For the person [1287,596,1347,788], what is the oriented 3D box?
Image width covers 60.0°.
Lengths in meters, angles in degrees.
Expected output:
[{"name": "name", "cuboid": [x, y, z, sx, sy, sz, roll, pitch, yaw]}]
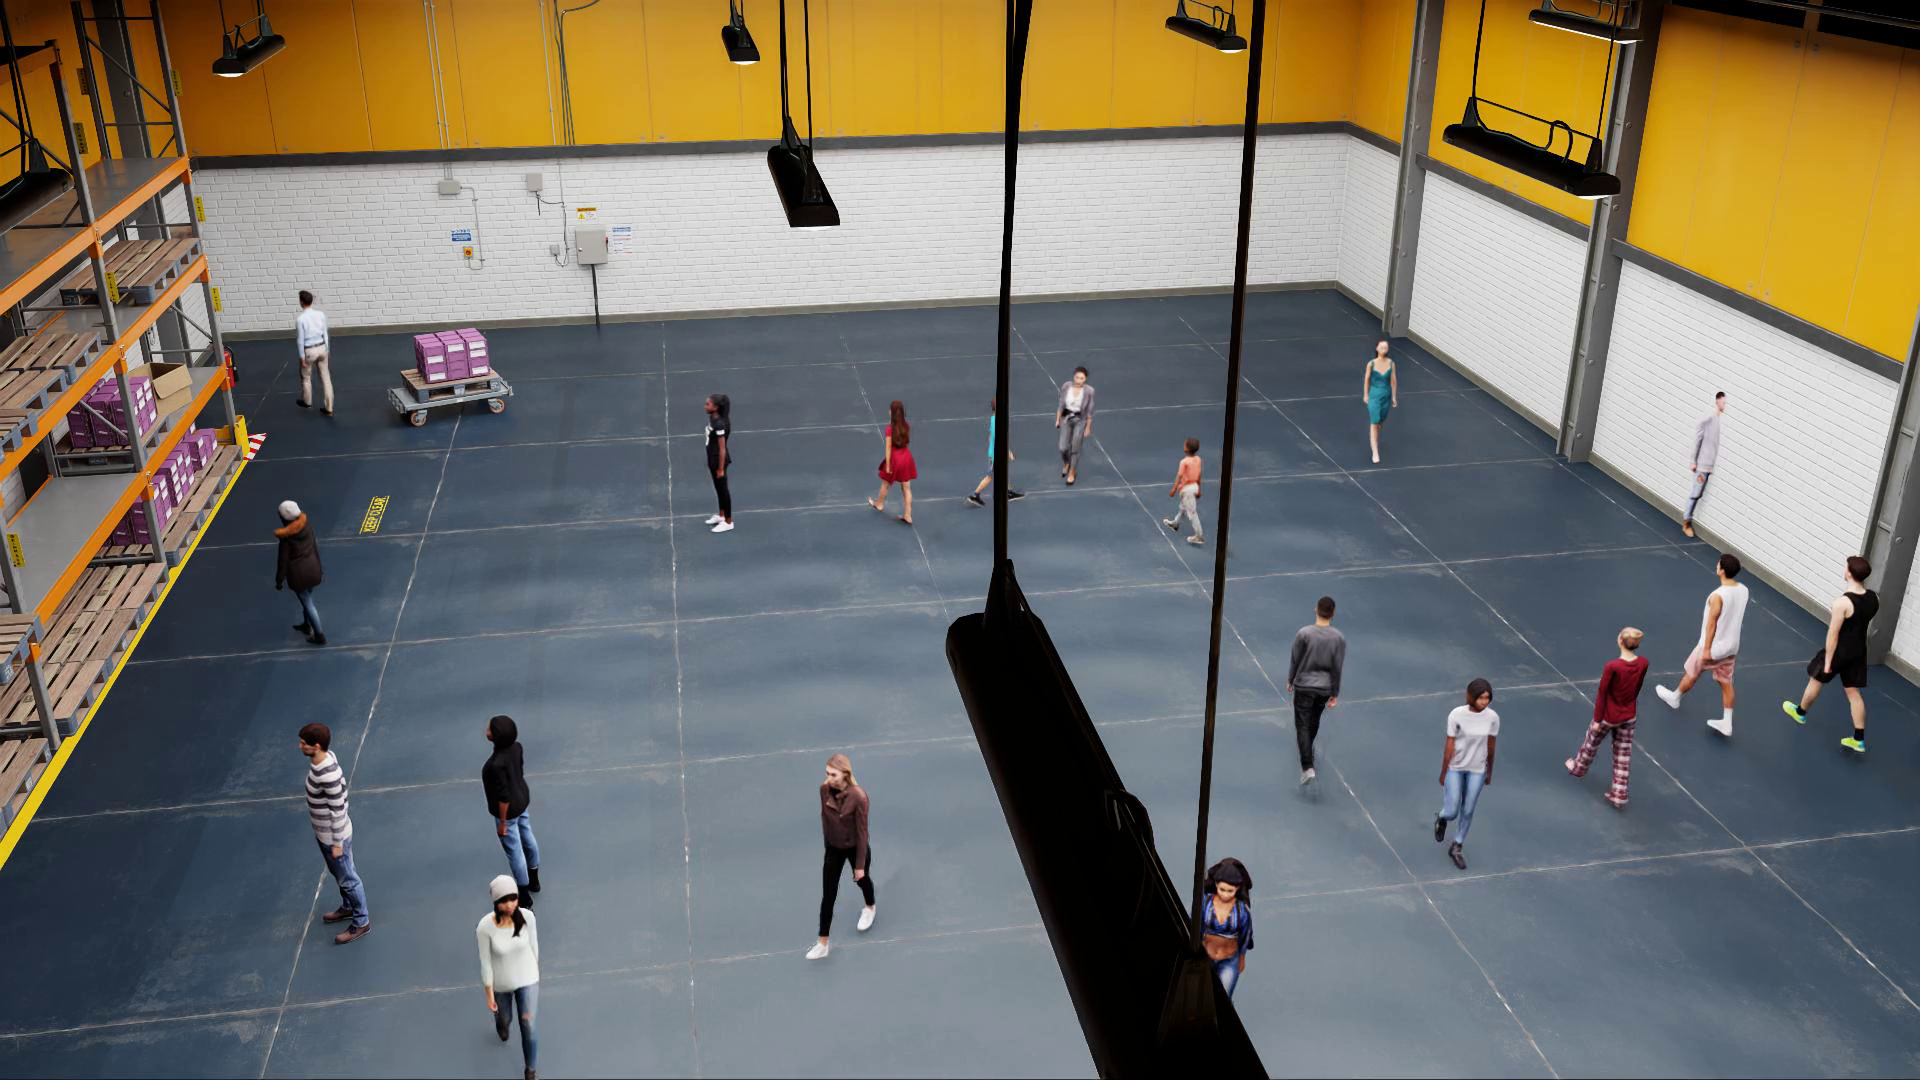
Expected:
[{"name": "person", "cuboid": [3.190, 1.379, 14.957, 0.773, 1.729, 1.168, 0, 24, 1]}]

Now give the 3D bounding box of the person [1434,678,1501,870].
[{"name": "person", "cuboid": [4.167, 1.884, 13.823, 0.638, 1.712, 0.737, -1, 24, -2]}]

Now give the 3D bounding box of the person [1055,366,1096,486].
[{"name": "person", "cuboid": [1.528, -1.516, 21.681, 0.797, 1.650, 0.809, 11, 26, 23]}]

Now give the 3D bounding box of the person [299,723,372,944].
[{"name": "person", "cuboid": [-4.840, 2.228, 12.860, 0.777, 1.854, 0.608, -14, 27, -29]}]

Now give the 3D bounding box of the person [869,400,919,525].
[{"name": "person", "cuboid": [-0.710, -0.938, 20.521, 0.825, 1.520, 1.066, -17, 29, -34]}]

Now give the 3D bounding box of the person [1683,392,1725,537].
[{"name": "person", "cuboid": [9.091, -0.949, 20.149, 0.703, 1.837, 0.609, -1, 24, -3]}]

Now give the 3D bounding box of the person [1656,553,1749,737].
[{"name": "person", "cuboid": [7.241, 1.037, 15.735, 0.838, 1.734, 1.185, -10, 26, -22]}]

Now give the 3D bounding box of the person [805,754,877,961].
[{"name": "person", "cuboid": [-0.814, 2.365, 12.798, 1.037, 1.653, 1.171, 12, 26, 25]}]

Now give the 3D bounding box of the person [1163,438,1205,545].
[{"name": "person", "cuboid": [2.795, -0.562, 19.969, 0.793, 1.272, 0.964, -20, 31, -38]}]

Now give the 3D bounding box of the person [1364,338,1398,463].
[{"name": "person", "cuboid": [5.699, -1.924, 22.627, 0.716, 1.639, 1.091, 1, 24, 2]}]

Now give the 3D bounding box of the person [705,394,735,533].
[{"name": "person", "cuboid": [-2.945, -0.954, 20.298, 0.703, 1.728, 0.559, -8, 25, -17]}]

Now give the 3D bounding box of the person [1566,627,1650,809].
[{"name": "person", "cuboid": [5.804, 1.572, 14.588, 0.639, 1.672, 0.950, -5, 24, -11]}]

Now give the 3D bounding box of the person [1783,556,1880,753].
[{"name": "person", "cuboid": [8.293, 1.093, 15.465, 0.741, 1.847, 1.206, -6, 24, -13]}]

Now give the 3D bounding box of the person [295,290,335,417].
[{"name": "person", "cuboid": [-9.331, -2.679, 24.122, 1.113, 1.824, 1.011, 20, 31, 38]}]

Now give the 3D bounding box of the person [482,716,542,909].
[{"name": "person", "cuboid": [-3.562, 2.147, 13.237, 0.709, 1.701, 0.590, 4, 24, 10]}]

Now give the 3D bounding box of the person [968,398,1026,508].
[{"name": "person", "cuboid": [0.404, -1.094, 20.998, 0.600, 1.422, 0.925, -4, 24, -10]}]

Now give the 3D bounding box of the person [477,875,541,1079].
[{"name": "person", "cuboid": [-3.101, 2.988, 11.408, 0.726, 1.625, 1.048, -11, 26, -24]}]

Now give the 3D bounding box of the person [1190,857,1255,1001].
[{"name": "person", "cuboid": [1.806, 2.907, 11.648, 0.941, 1.580, 1.137, 8, 25, 18]}]

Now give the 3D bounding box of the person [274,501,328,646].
[{"name": "person", "cuboid": [-6.839, 0.355, 17.432, 0.912, 1.625, 0.874, 10, 25, 21]}]
